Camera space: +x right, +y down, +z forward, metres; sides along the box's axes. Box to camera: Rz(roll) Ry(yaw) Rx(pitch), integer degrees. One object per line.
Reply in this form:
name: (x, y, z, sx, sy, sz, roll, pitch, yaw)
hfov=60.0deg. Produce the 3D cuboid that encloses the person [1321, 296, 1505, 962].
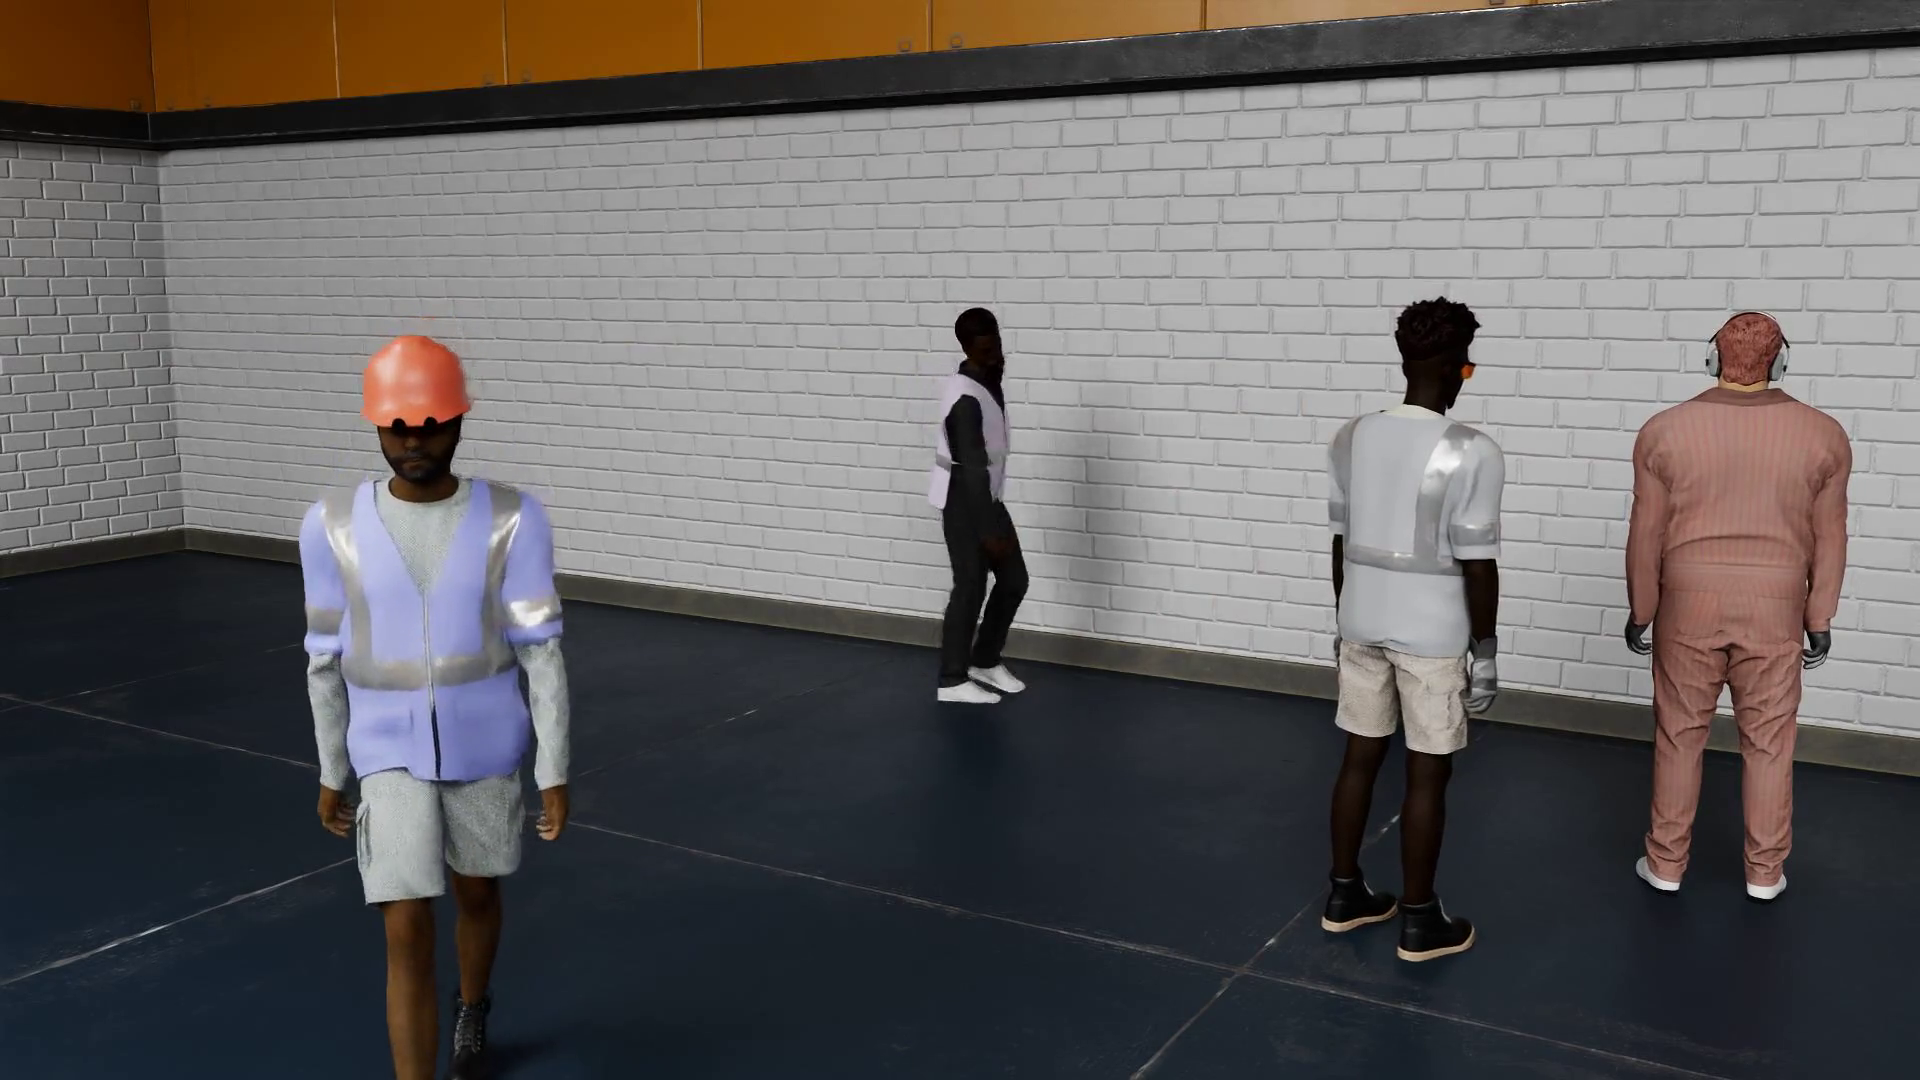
person: (1.337, 0.265, 4.936, 0.367, 1.960, 0.607, -6, 11, -35)

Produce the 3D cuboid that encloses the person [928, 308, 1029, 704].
person: (0.086, -0.132, 7.692, 0.464, 1.869, 0.700, 3, 10, 17)

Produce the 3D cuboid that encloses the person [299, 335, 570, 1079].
person: (-1.174, 0.487, 3.769, 0.567, 1.882, 0.978, -3, 9, -16)

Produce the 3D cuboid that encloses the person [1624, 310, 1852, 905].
person: (2.476, 0.221, 5.358, 0.641, 1.908, 0.407, 3, 10, 18)
